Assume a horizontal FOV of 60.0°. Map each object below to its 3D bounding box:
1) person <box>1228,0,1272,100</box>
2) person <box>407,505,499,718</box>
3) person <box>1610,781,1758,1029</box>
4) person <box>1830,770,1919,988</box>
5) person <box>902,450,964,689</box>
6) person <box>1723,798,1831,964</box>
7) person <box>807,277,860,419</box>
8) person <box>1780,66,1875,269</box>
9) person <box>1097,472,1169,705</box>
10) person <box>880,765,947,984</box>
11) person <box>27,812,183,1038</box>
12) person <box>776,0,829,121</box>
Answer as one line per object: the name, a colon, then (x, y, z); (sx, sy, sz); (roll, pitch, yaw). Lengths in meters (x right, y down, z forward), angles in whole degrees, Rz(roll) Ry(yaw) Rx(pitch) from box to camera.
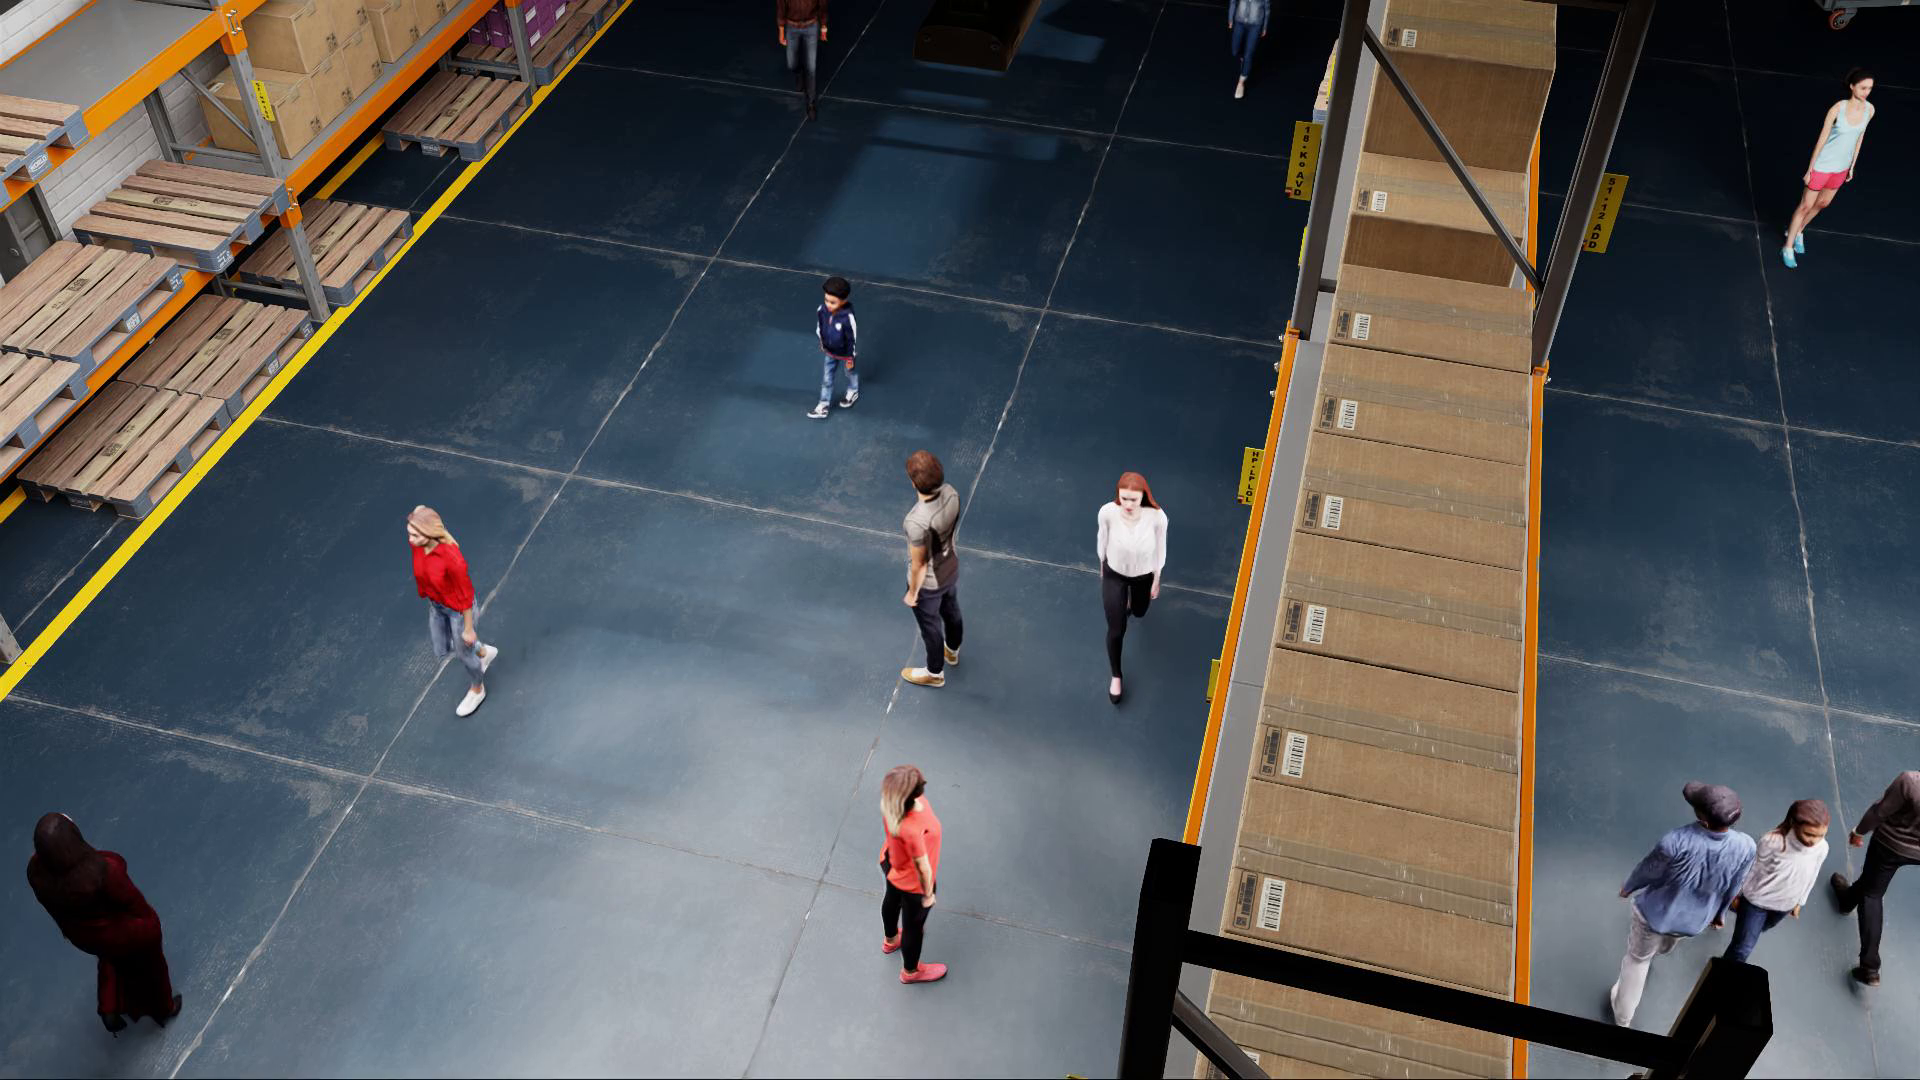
person: (2.871, -5.131, 16.410); (0.602, 1.461, 0.814); (15, 46, 15)
person: (-3.128, 0.396, 10.439); (0.717, 1.695, 0.777); (22, 48, 22)
person: (3.709, 1.967, 8.678); (0.843, 1.849, 1.037); (8, 44, 8)
person: (5.131, 1.716, 9.020); (0.753, 1.740, 1.128); (6, 44, 7)
person: (-0.163, 0.192, 10.508); (0.765, 1.894, 0.609); (24, 48, 23)
person: (4.364, 1.861, 9.018); (0.657, 1.534, 1.029); (2, 44, 2)
person: (-0.893, -1.518, 12.805); (0.658, 1.203, 0.822); (22, 48, 22)
person: (7.382, -3.196, 14.147); (0.740, 1.780, 0.833); (-6, 44, -6)
person: (1.092, 0.198, 10.624); (0.725, 1.727, 1.132); (4, 44, 5)
person: (-0.291, 1.778, 8.989); (0.737, 1.693, 0.661); (-18, 46, -18)
person: (-4.448, 2.079, 8.631); (0.684, 1.751, 0.737); (6, 44, 6)
person: (-1.532, -4.969, 16.017); (0.838, 1.768, 1.000); (-4, 44, -4)
